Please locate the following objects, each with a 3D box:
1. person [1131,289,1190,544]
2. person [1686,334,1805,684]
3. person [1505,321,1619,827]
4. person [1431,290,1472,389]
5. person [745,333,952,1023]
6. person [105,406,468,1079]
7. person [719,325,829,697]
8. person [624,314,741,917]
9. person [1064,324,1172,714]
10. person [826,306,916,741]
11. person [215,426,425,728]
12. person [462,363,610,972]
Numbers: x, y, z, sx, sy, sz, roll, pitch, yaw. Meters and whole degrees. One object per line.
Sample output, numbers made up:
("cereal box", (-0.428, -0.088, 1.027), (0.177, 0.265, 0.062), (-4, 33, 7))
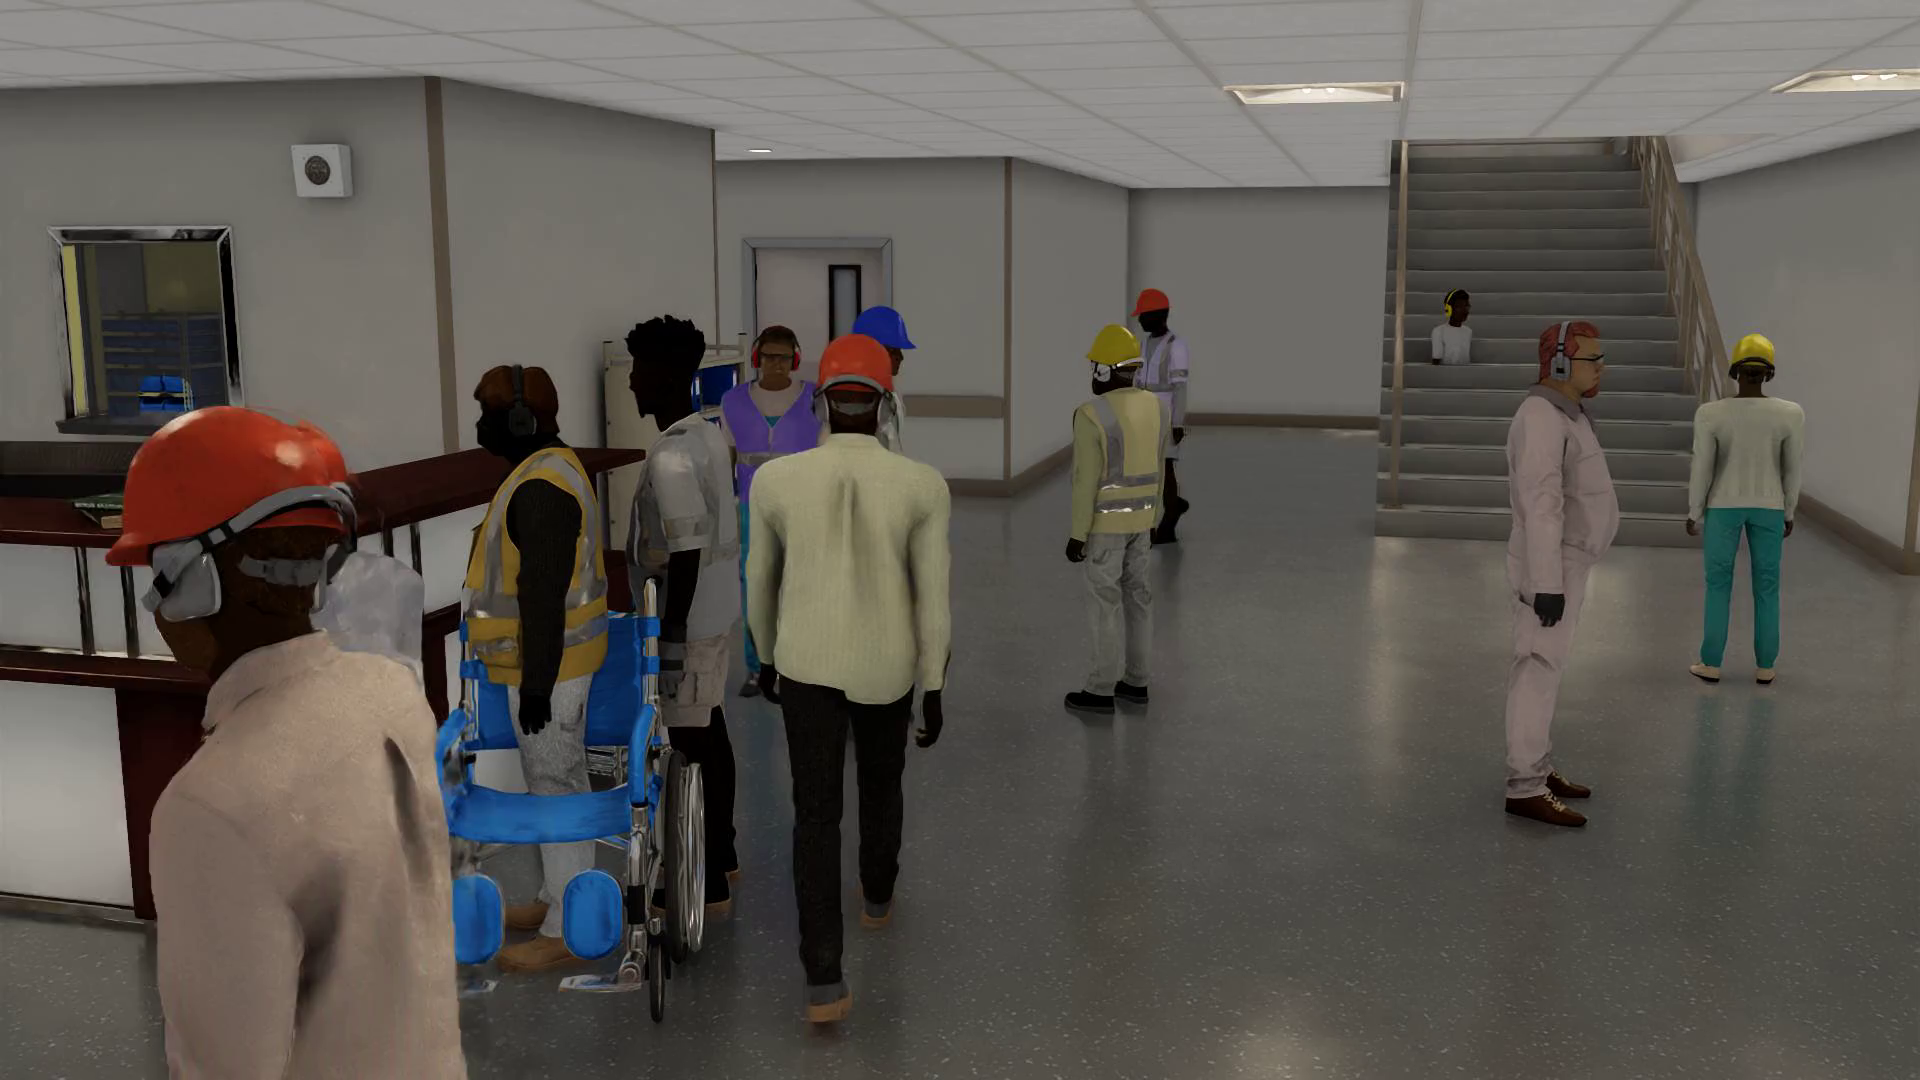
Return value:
("person", (1.561, -0.944, 12.632), (0.552, 1.918, 0.574), (-6, 11, -30))
("person", (3.951, -0.151, 8.406), (0.524, 1.769, 0.325), (2, 10, 14))
("person", (2.304, 0.119, 6.404), (0.410, 1.909, 0.643), (4, 11, 24))
("person", (4.344, -1.270, 14.692), (0.531, 1.869, 0.310), (-7, 12, -36))
("person", (-0.329, 0.365, 4.920), (0.602, 1.937, 1.089), (-1, 10, -3))
("person", (-0.765, 0.816, 2.121), (0.598, 1.965, 0.682), (0, 10, 0))
("person", (-0.904, -0.133, 8.131), (0.600, 1.827, 0.452), (1, 10, 6))
("person", (-0.907, 0.249, 5.465), (0.362, 1.963, 0.613), (0, 10, 1))
("person", (0.724, -0.096, 7.880), (0.590, 1.837, 0.403), (-9, 13, -42))
("person", (-0.391, -0.071, 7.453), (0.420, 1.938, 0.601), (3, 10, 18))
("person", (-1.541, 0.601, 4.013), (0.326, 1.752, 0.560), (6, 12, 33))
("person", (-1.291, 0.380, 5.098), (0.429, 1.835, 0.628), (-3, 10, -15))
